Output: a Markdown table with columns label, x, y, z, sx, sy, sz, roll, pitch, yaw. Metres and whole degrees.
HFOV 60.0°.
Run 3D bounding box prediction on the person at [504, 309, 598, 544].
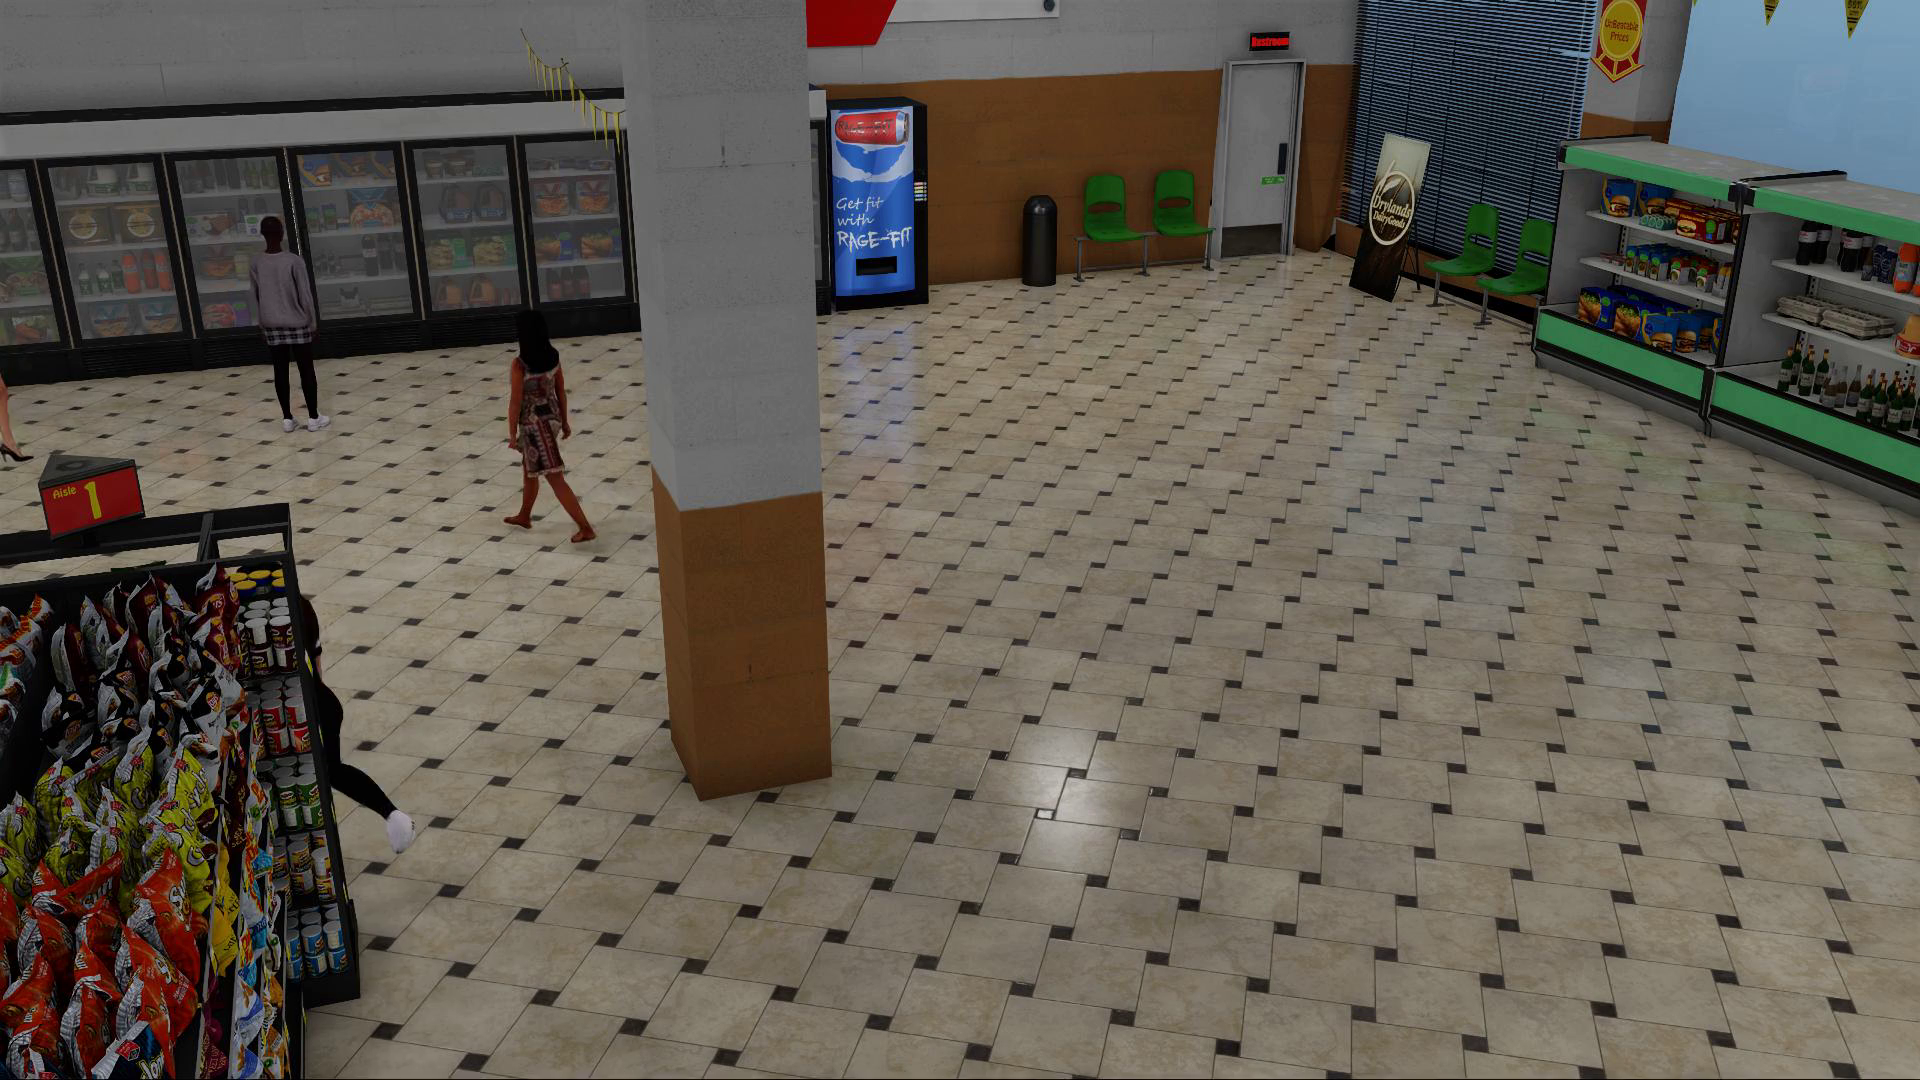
| label | x | y | z | sx | sy | sz | roll | pitch | yaw |
| --- | --- | --- | --- | --- | --- | --- | --- | --- | --- |
| person | -2.776 | -0.722 | 11.236 | 1.157 | 1.603 | 1.058 | 12 | 25 | 27 |

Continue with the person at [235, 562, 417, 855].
| label | x | y | z | sx | sy | sz | roll | pitch | yaw |
| --- | --- | --- | --- | --- | --- | --- | --- | --- | --- |
| person | -2.872 | 0.814 | 7.405 | 0.929 | 1.610 | 0.993 | 4 | 22 | 9 |

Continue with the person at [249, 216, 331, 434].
| label | x | y | z | sx | sy | sz | roll | pitch | yaw |
| --- | --- | --- | --- | --- | --- | --- | --- | --- | --- |
| person | -5.512 | -1.761 | 13.598 | 0.674 | 1.771 | 0.620 | -1 | 22 | -3 |
